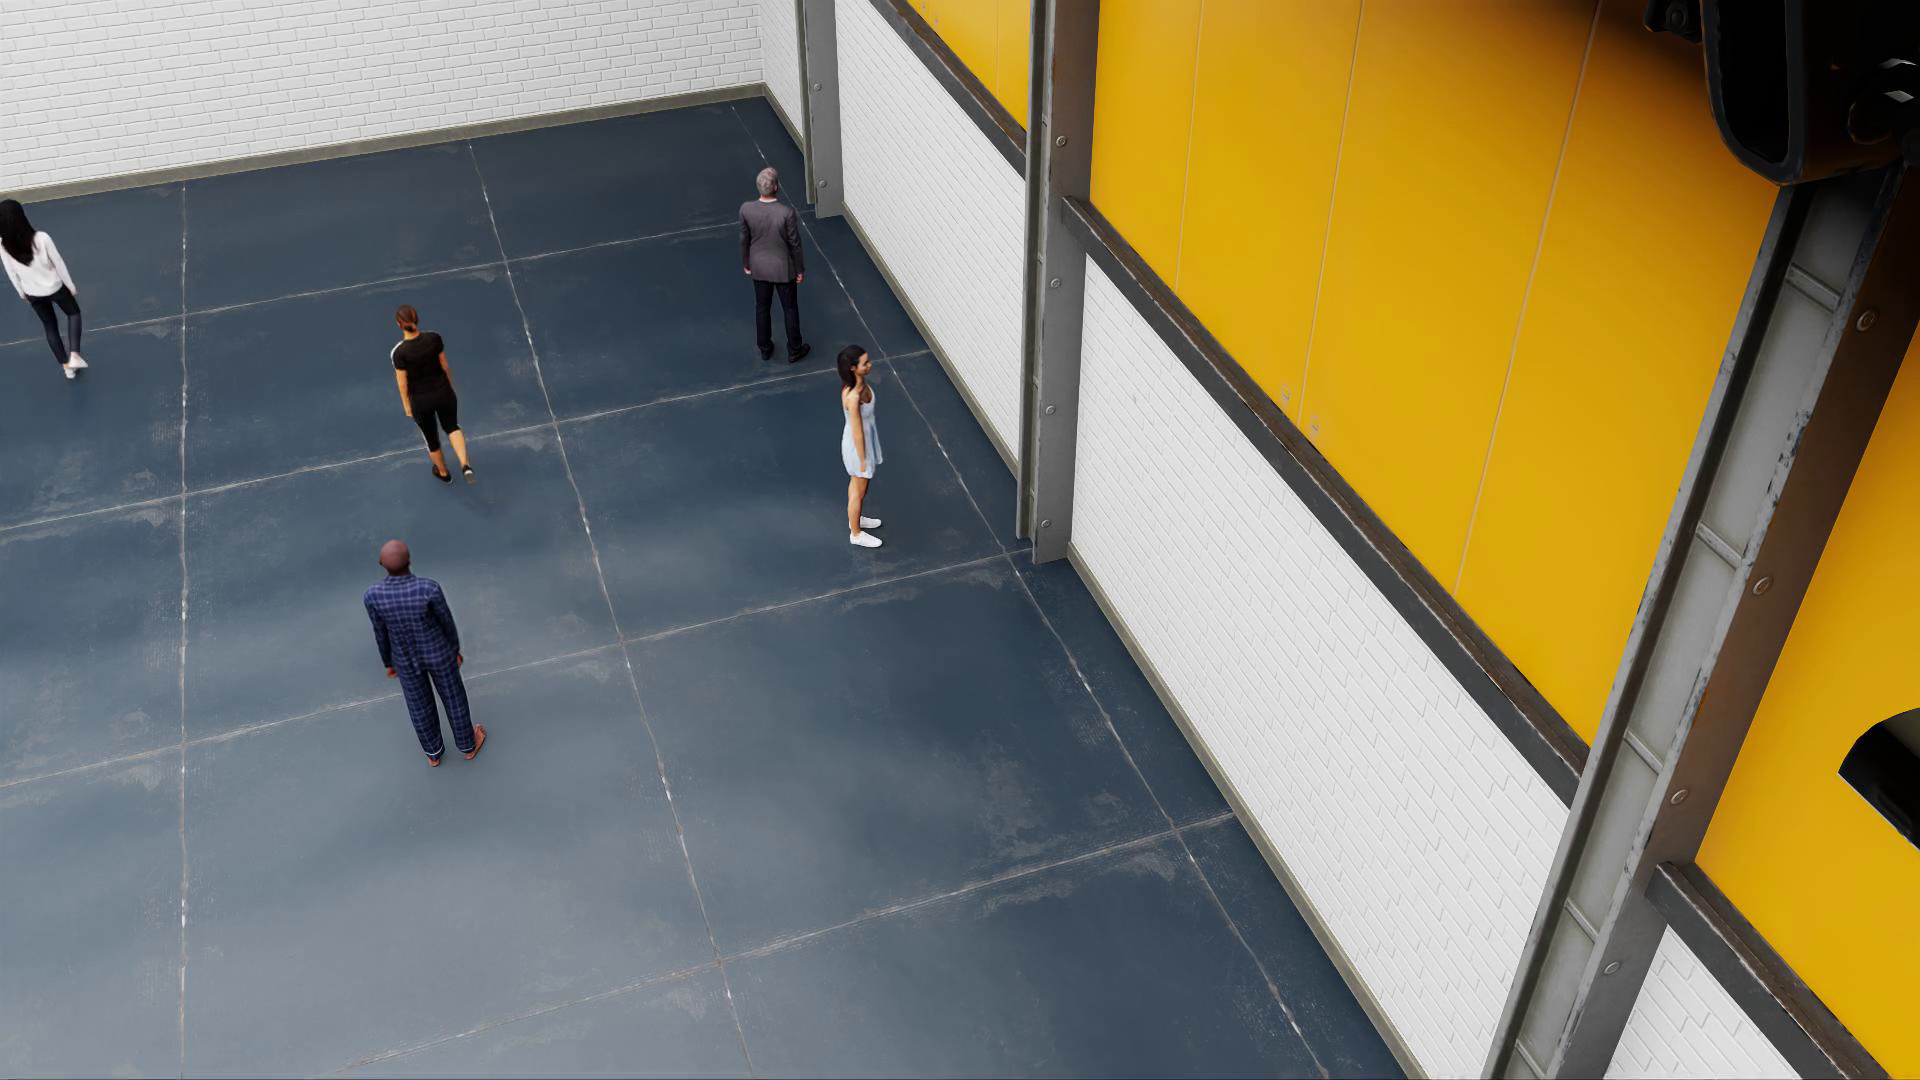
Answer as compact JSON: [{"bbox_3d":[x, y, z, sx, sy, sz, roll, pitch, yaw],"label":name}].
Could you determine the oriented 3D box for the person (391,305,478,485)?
[{"bbox_3d":[-4.123,-1.089,13.080,0.740,1.655,0.898,-26,45,-28],"label":"person"}]

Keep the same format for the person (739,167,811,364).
[{"bbox_3d":[-1.633,-2.411,14.587,0.816,1.840,0.804,7,39,9],"label":"person"}]

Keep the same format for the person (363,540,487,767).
[{"bbox_3d":[-3.445,0.729,10.672,0.695,1.818,0.658,-6,39,-8],"label":"person"}]

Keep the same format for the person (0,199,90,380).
[{"bbox_3d":[-7.912,-2.114,14.335,0.666,1.691,0.638,-8,39,-10],"label":"person"}]

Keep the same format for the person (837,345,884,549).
[{"bbox_3d":[-0.764,-0.728,12.567,0.713,1.730,0.573,-1,39,-1],"label":"person"}]
